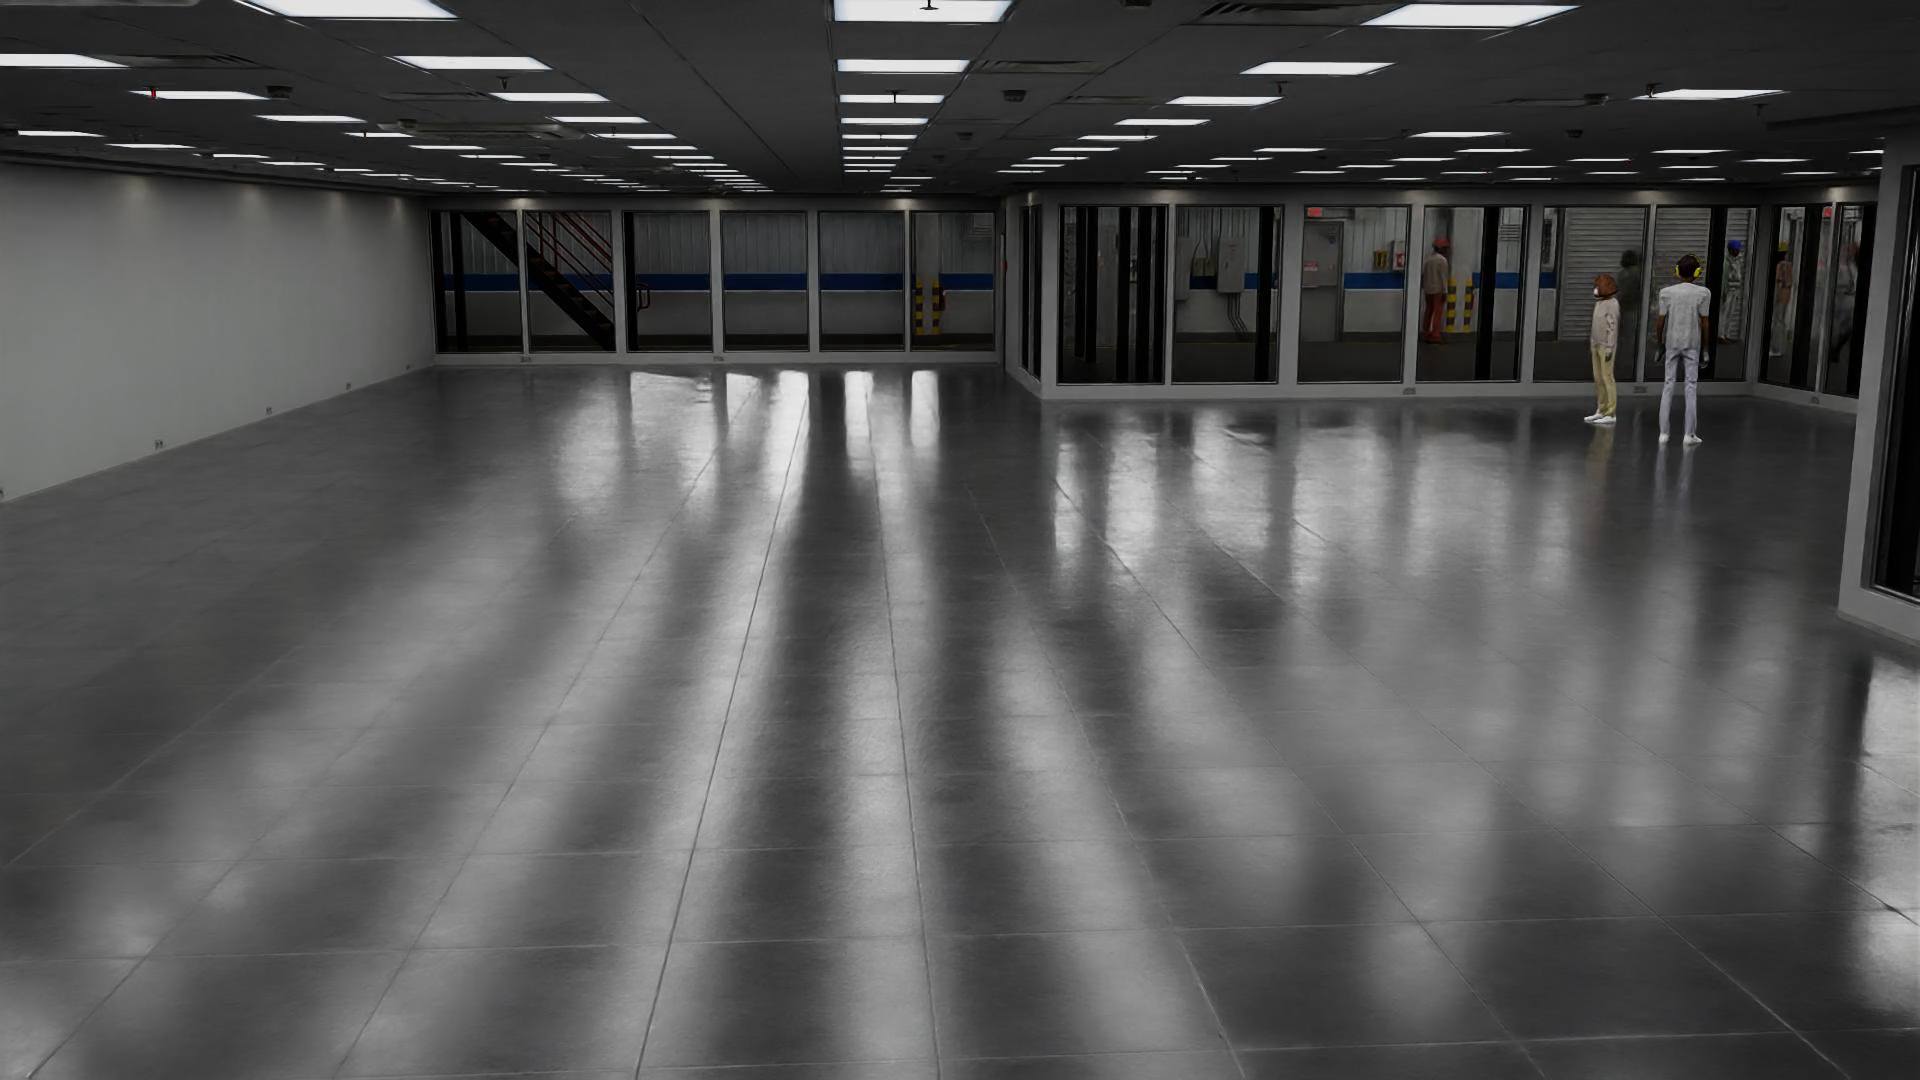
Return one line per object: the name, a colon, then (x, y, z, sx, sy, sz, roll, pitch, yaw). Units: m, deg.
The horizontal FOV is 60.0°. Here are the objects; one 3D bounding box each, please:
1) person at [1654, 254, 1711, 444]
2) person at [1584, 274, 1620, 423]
person: (7.125, -1.876, 16.405, 0.520, 1.873, 0.328, 7, 13, 35)
person: (7.065, -2.093, 18.249, 0.291, 1.623, 0.501, 0, 11, -2)
